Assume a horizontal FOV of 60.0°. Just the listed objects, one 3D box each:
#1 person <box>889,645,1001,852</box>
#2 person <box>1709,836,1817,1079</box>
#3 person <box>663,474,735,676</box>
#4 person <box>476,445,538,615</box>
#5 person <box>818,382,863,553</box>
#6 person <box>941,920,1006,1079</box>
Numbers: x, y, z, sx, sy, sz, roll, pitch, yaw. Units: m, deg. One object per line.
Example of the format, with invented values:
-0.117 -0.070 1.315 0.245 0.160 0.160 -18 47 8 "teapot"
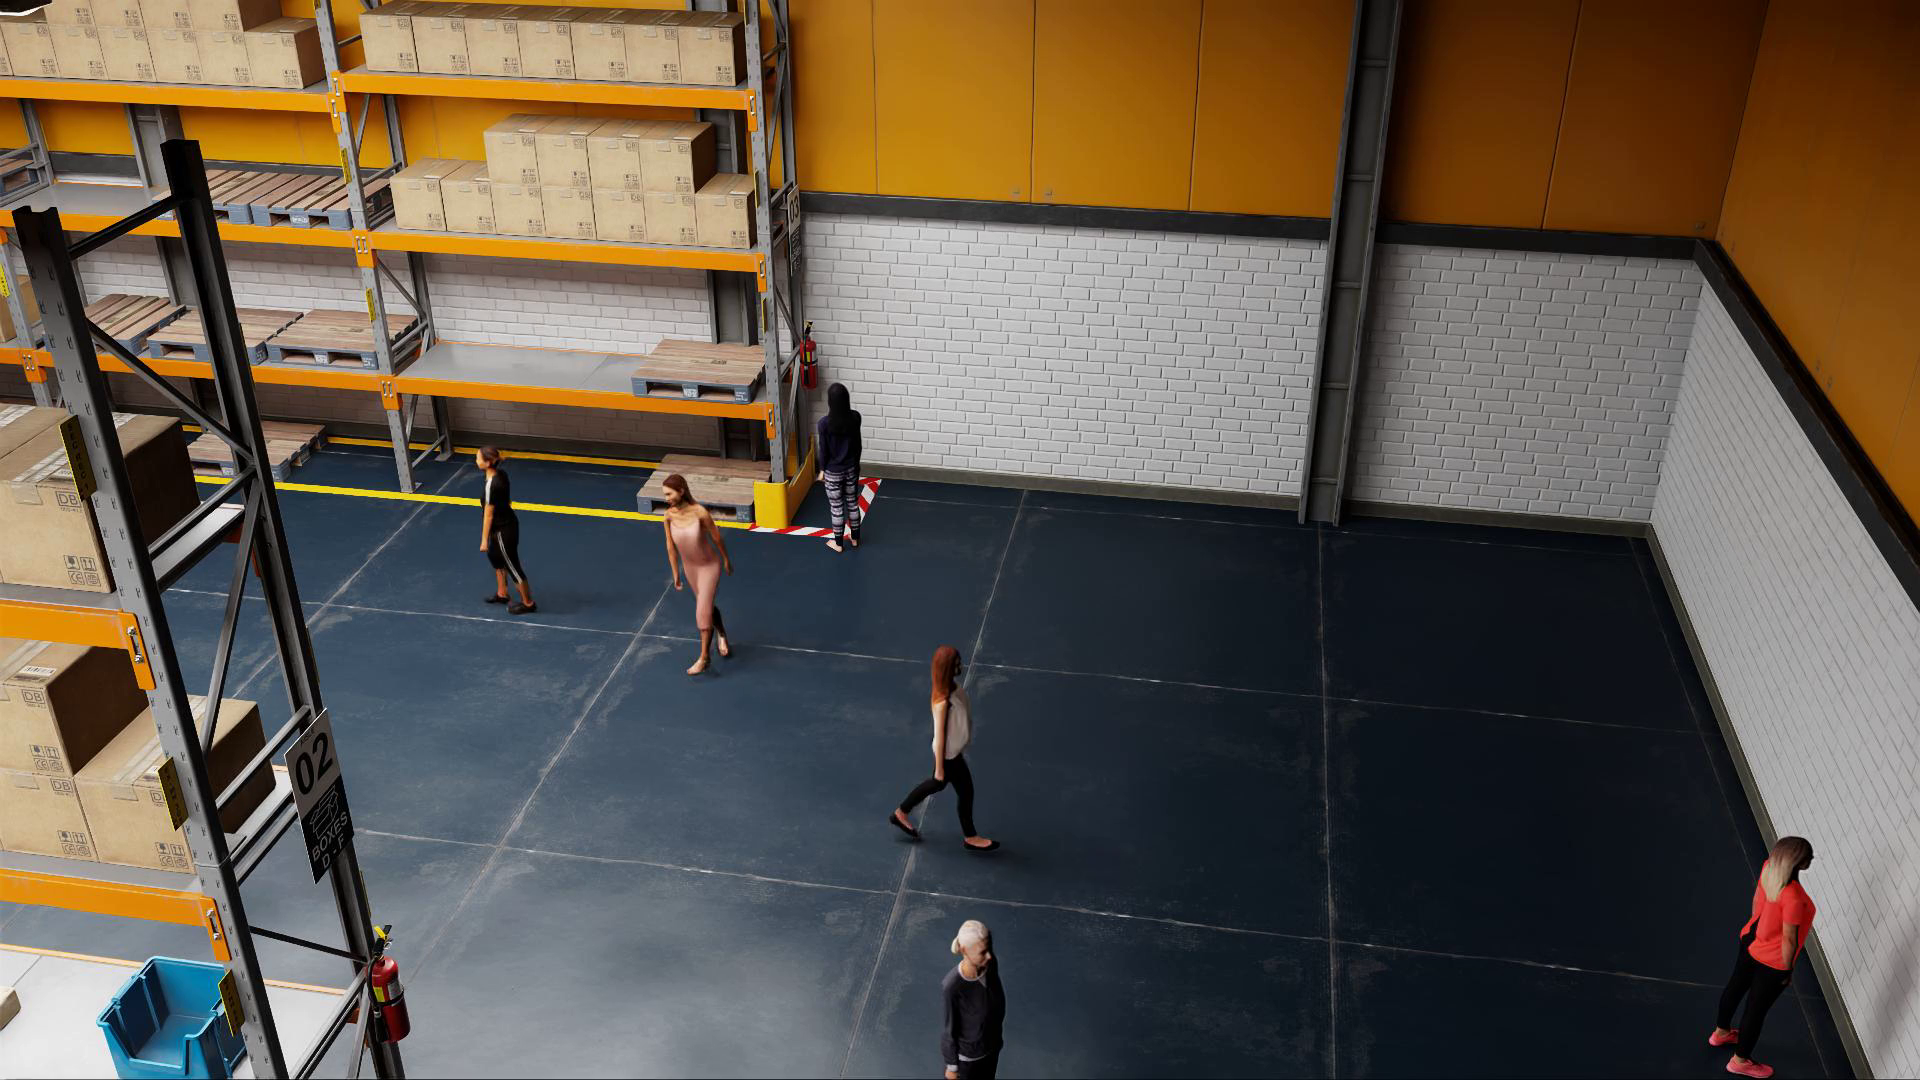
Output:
-0.162 1.494 11.827 1.050 1.692 0.605 4 29 7 "person"
4.848 2.476 10.027 0.576 1.693 0.620 1 29 1 "person"
-2.131 0.231 14.048 0.875 1.783 0.815 5 29 9 "person"
-3.967 -0.078 14.755 0.781 1.650 0.676 -1 29 -2 "person"
-1.128 -0.704 15.814 0.662 1.734 0.739 -16 32 -27 "person"
0.063 2.822 9.356 0.689 1.728 0.682 23 36 35 "person"
